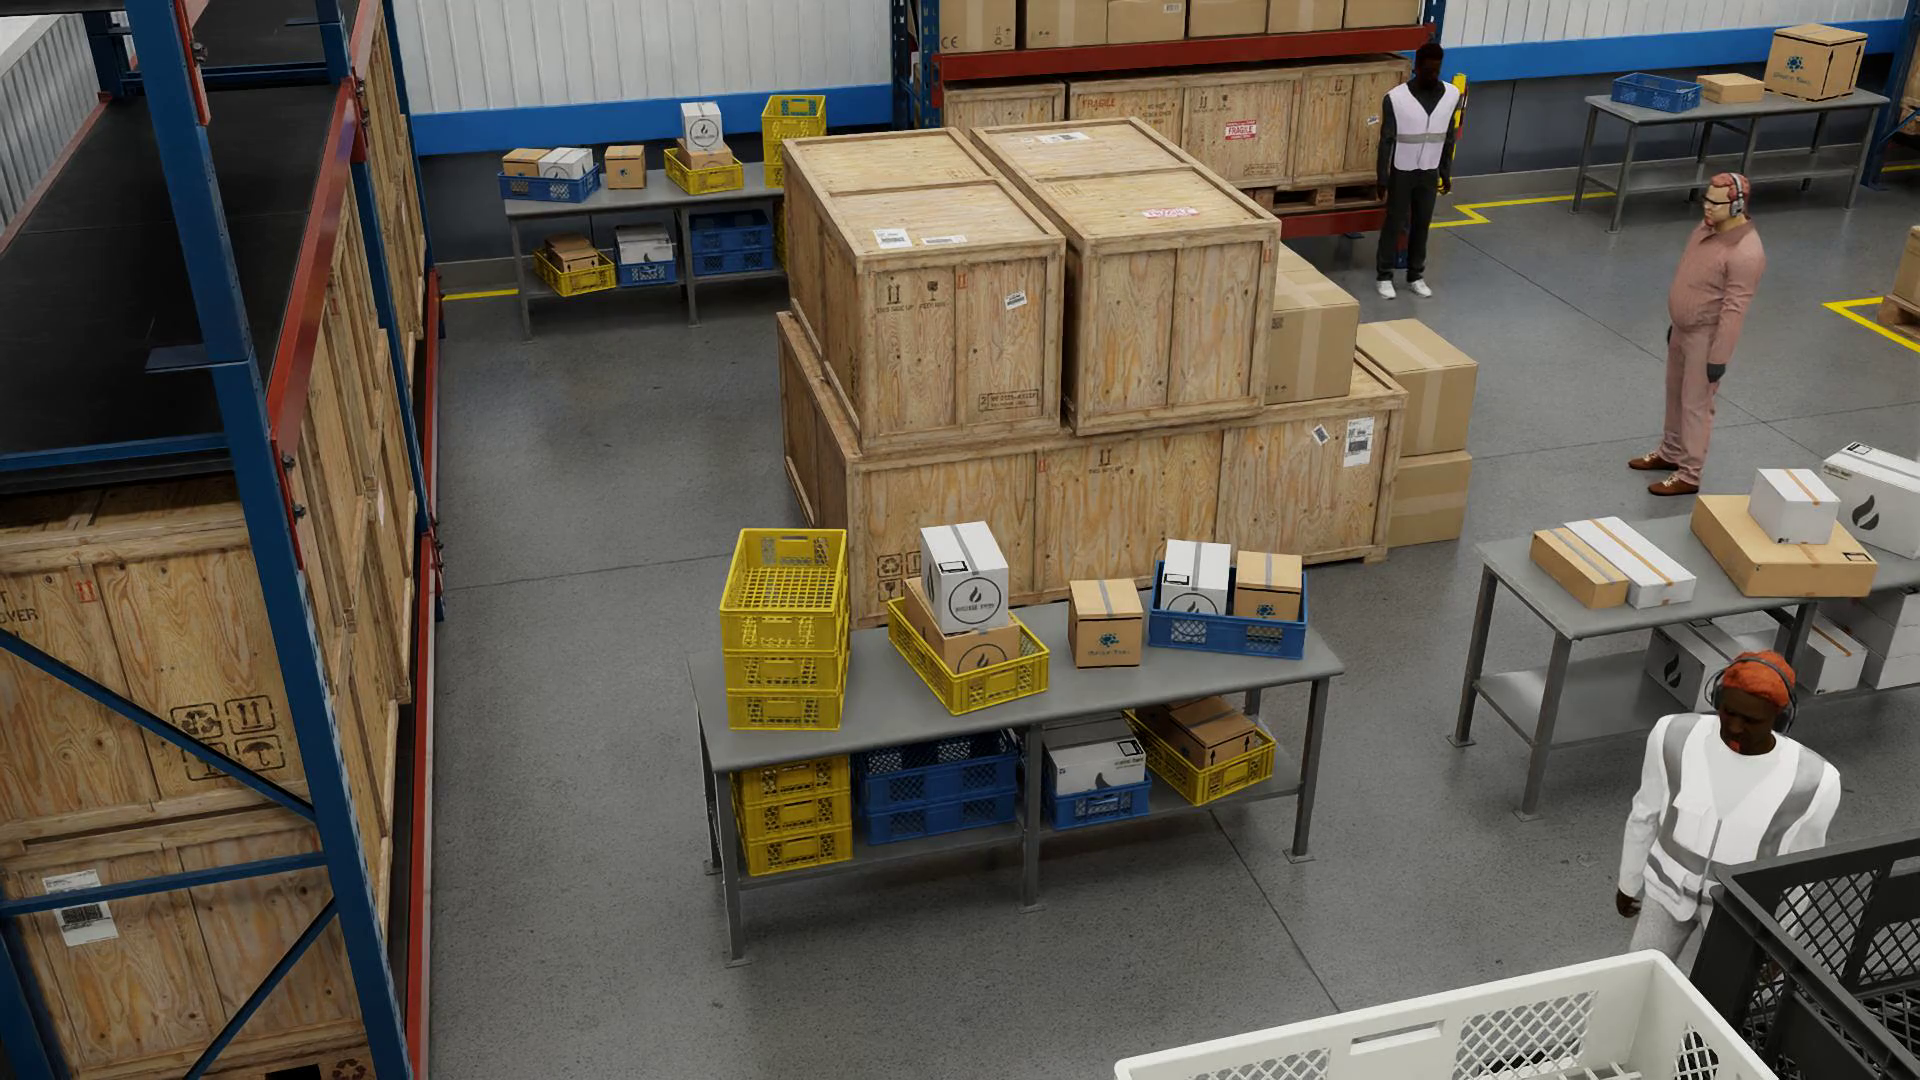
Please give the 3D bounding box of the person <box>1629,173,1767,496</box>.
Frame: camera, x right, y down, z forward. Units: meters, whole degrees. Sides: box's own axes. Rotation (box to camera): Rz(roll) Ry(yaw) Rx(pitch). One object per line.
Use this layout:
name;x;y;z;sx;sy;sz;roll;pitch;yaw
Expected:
person;4.242;-1.174;9.550;0.399;1.900;0.645;0;29;0

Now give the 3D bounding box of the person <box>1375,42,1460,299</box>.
person;3.373;-2.752;12.404;0.600;1.907;0.387;-6;29;-11

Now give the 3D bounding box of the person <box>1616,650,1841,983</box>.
person;2.382;1.163;5.328;0.568;1.880;0.356;21;35;33
